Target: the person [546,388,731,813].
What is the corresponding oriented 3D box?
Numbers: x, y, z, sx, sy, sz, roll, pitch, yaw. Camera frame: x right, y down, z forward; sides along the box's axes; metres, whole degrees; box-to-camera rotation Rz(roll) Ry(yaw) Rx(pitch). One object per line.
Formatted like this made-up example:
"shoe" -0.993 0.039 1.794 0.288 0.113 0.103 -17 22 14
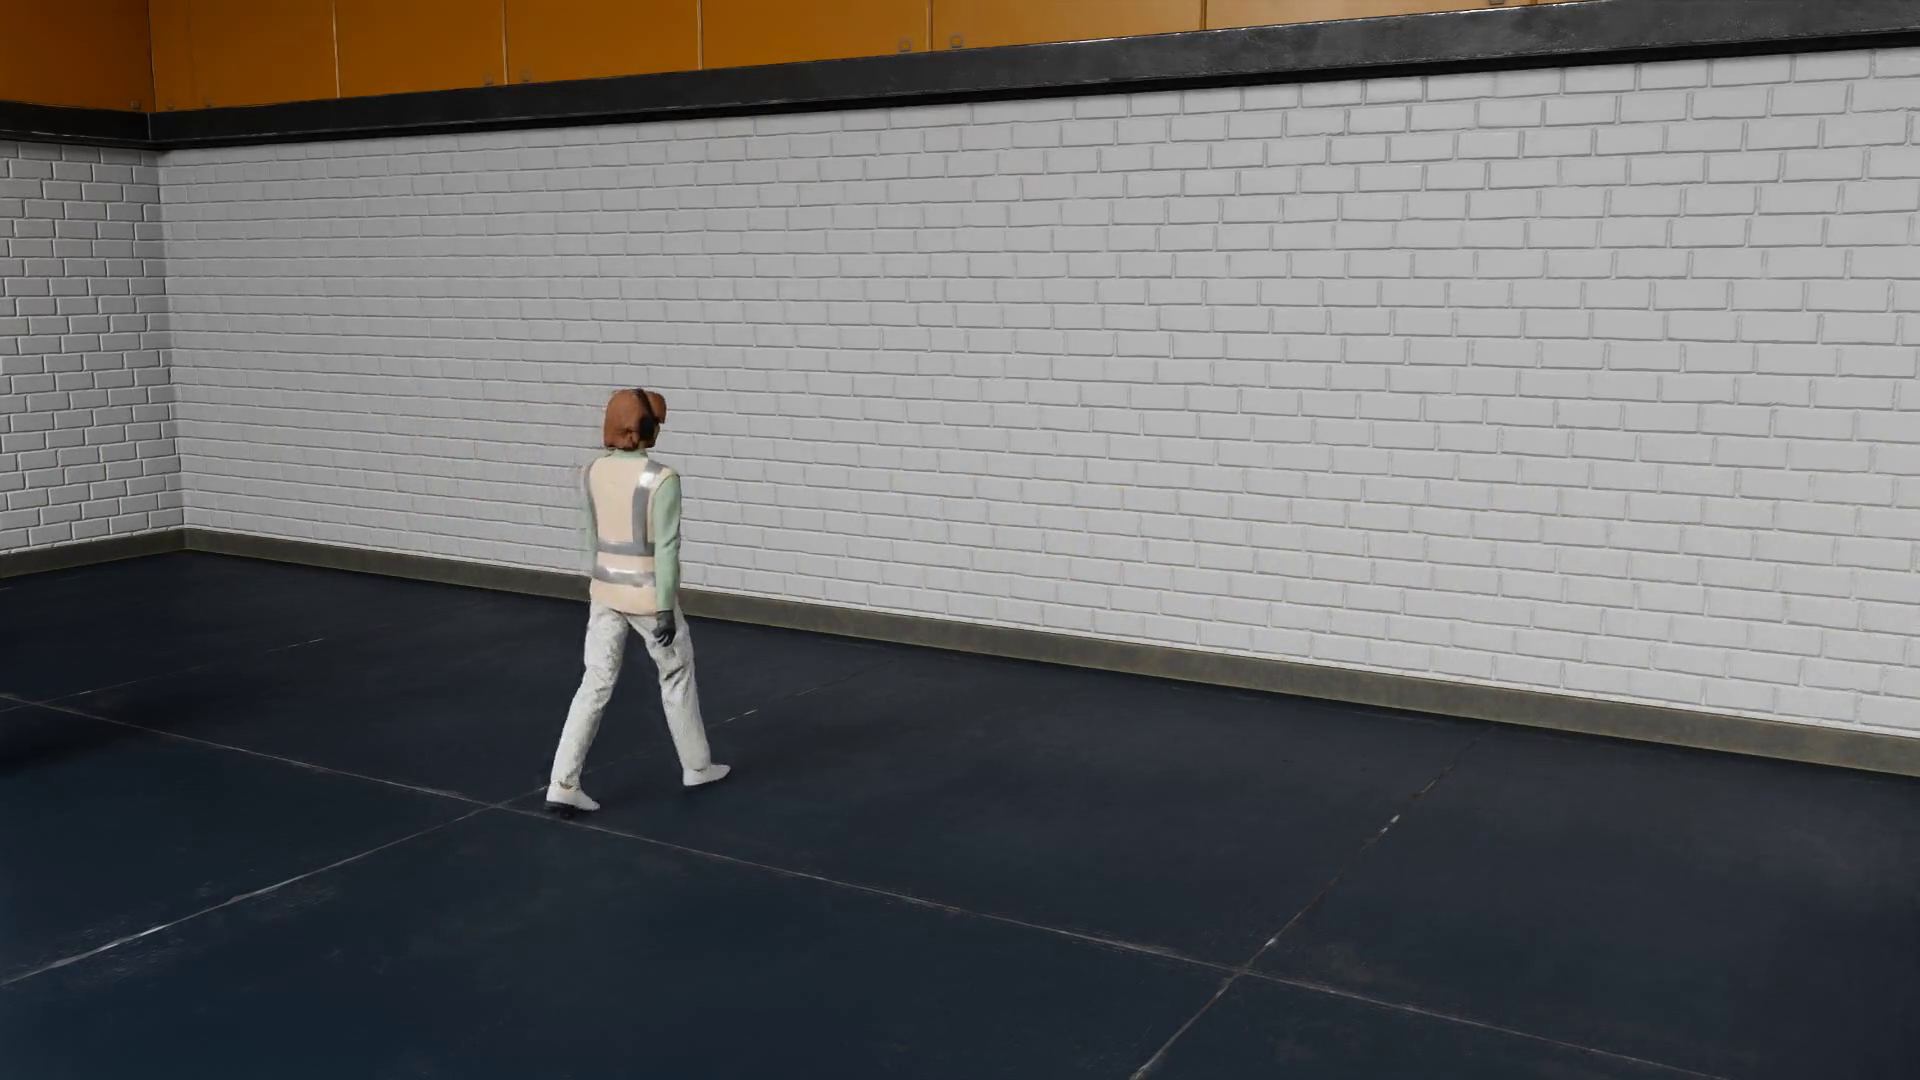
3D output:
"person" -1.256 0.225 6.296 0.528 1.599 0.844 6 11 34
